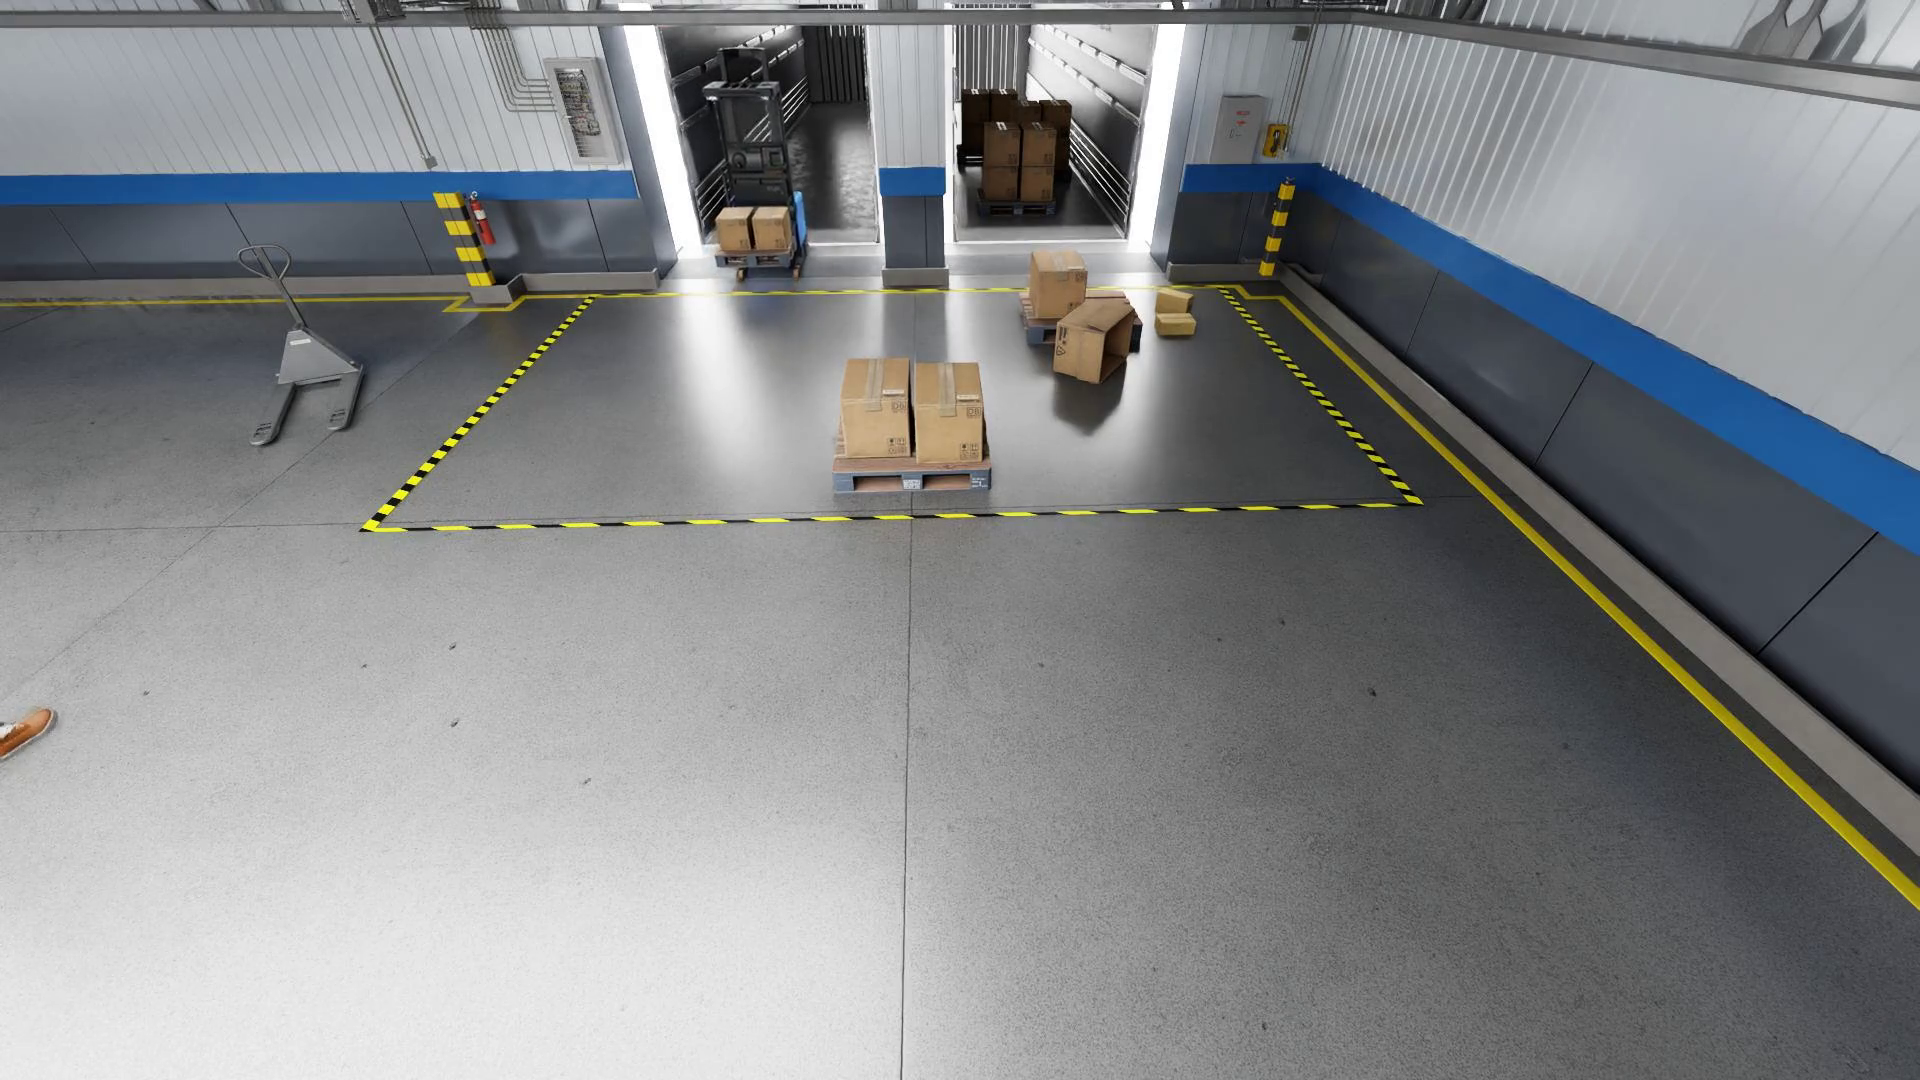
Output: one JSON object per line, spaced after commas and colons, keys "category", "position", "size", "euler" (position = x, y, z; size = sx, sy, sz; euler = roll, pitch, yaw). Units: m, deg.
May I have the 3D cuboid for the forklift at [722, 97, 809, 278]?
{"category": "forklift", "position": [-2.468, -4.628, 9.370], "size": [0.716, 2.013, 0.776], "euler": [-2, 39, -2]}

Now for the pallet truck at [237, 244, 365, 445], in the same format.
{"category": "pallet truck", "position": [-5.915, -1.733, 6.366], "size": [0.680, 1.201, 1.601], "euler": [-18, 42, -21]}

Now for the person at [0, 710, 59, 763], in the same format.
{"category": "person", "position": [-5.022, 0.557, 2.987], "size": [0.612, 1.860, 1.079], "euler": [11, 40, 13]}
